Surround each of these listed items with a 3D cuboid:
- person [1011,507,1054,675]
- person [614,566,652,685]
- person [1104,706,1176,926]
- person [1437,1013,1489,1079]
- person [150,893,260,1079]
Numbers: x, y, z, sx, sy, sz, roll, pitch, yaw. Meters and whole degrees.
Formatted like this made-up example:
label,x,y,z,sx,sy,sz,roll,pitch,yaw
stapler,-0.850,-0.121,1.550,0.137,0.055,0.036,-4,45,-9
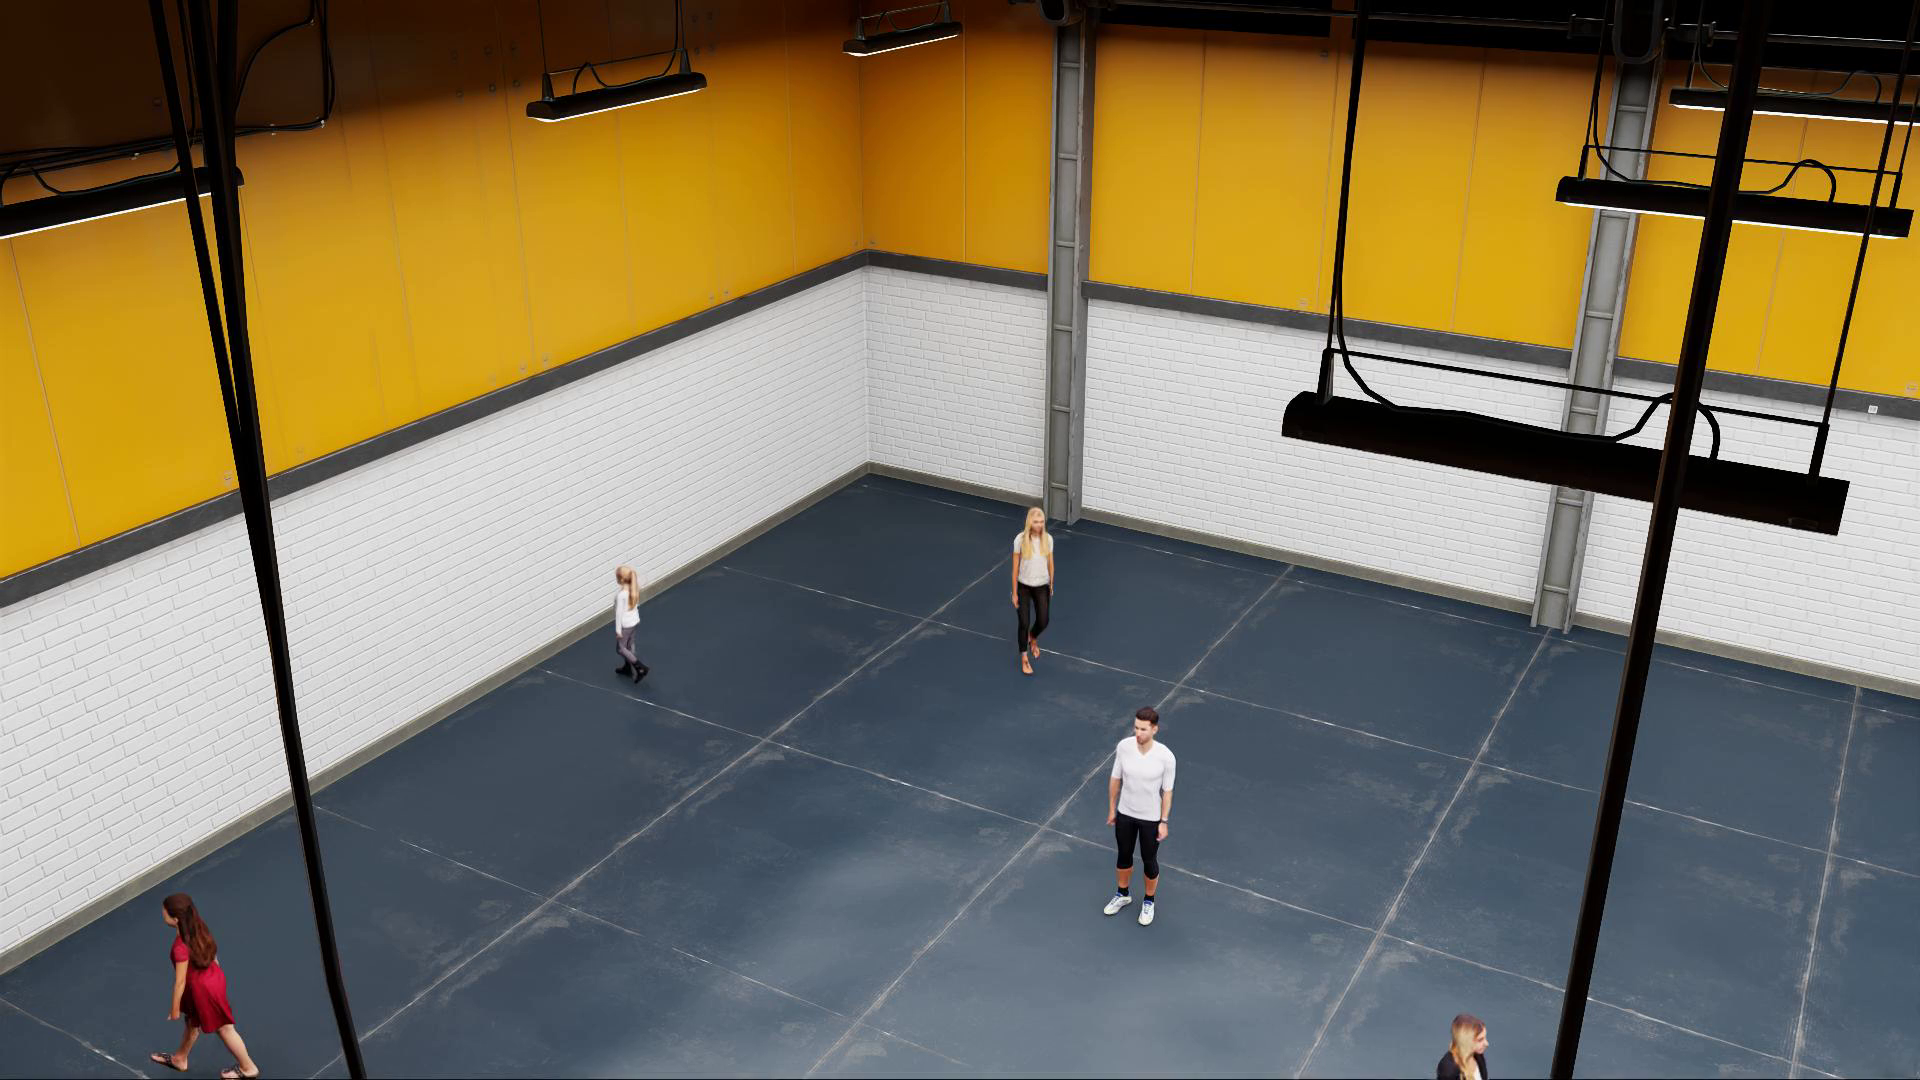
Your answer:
label,x,y,z,sx,sy,sz,roll,pitch,yaw
person,0.697,0.465,16.993,0.815,1.812,0.875,-5,24,-11
person,-3.316,0.854,16.781,0.740,1.270,0.539,10,26,22
person,1.422,2.140,13.113,0.510,1.852,0.731,11,26,24
person,2.889,3.566,10.140,0.821,1.620,1.116,-20,31,-38
person,-5.097,3.081,11.374,1.047,1.521,0.889,-1,24,-3
